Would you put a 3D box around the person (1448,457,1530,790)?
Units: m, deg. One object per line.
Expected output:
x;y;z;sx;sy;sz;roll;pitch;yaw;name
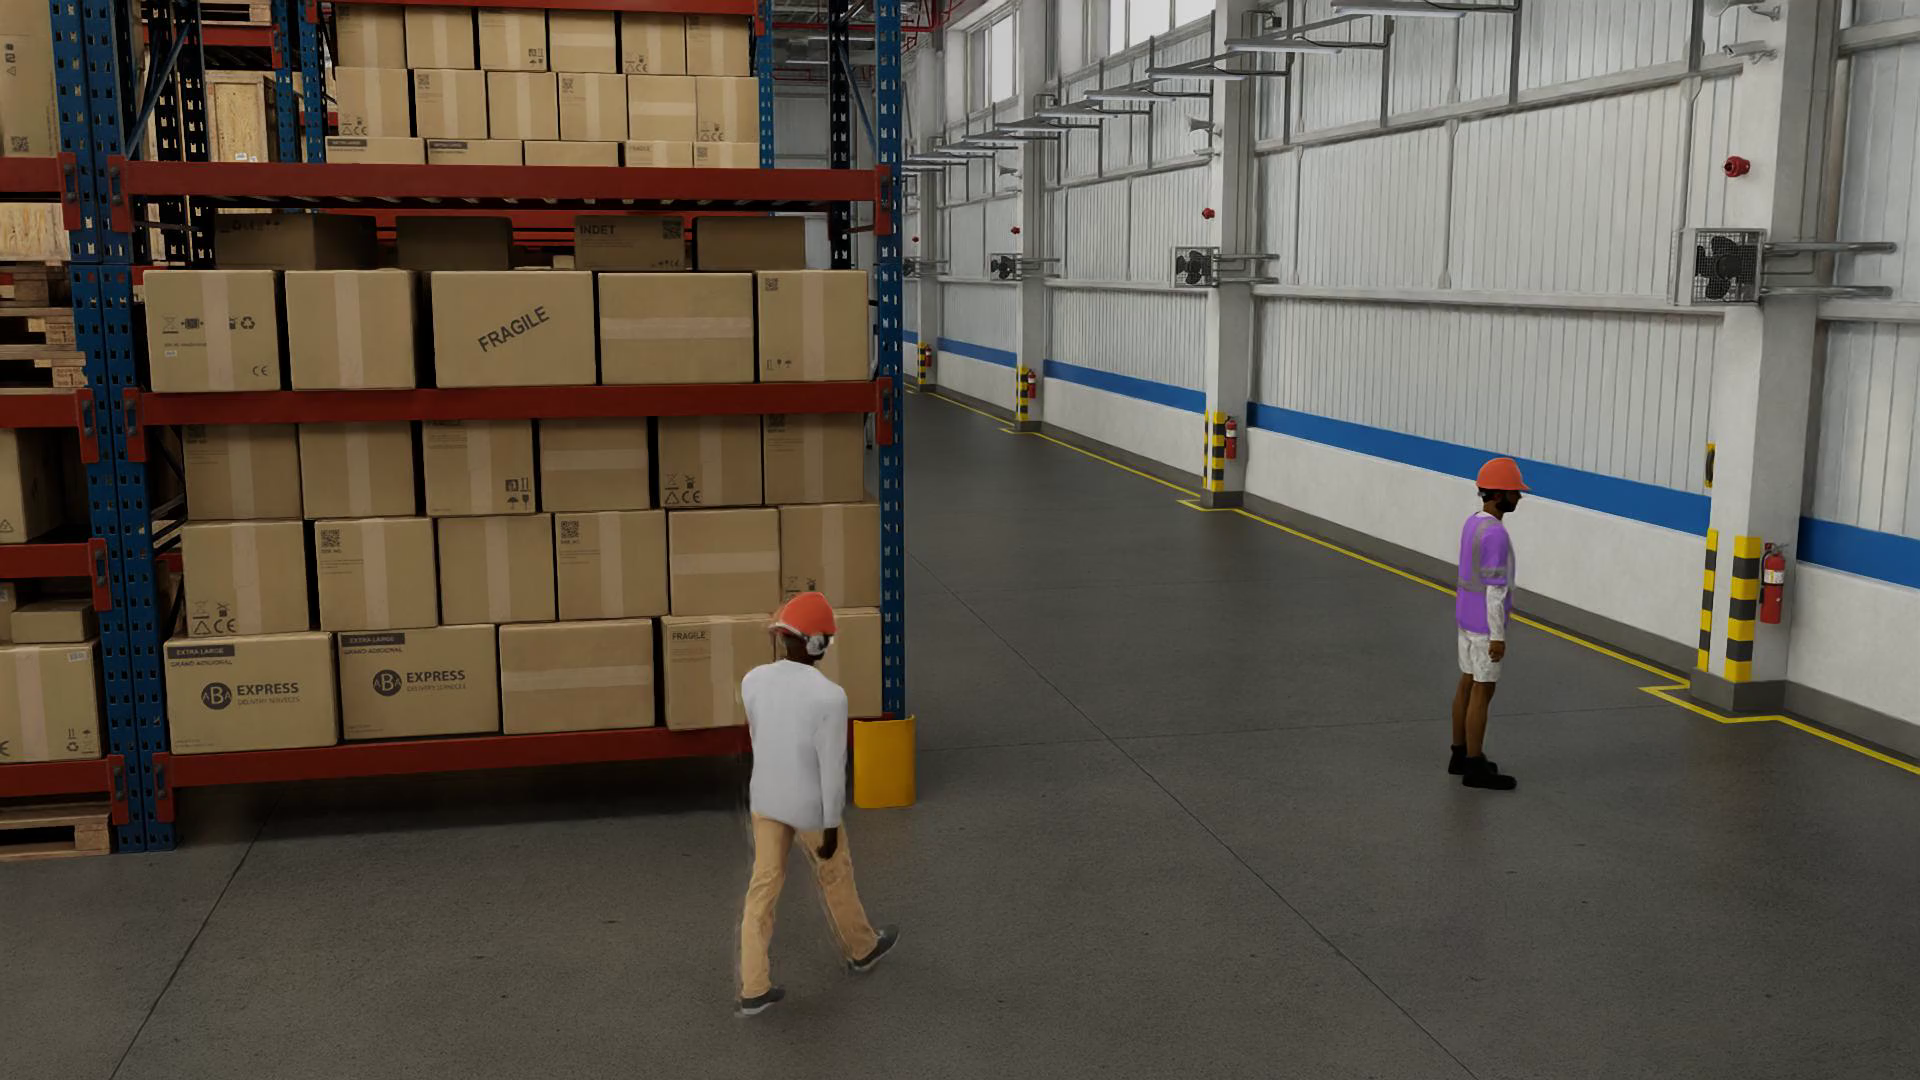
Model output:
3.102;0.479;9.750;0.379;1.937;0.547;0;9;1;person

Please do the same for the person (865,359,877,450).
-1.660;-2.398;27.601;0.603;1.830;0.404;-3;10;-20;person

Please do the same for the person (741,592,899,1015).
-0.632;1.054;6.926;0.578;1.704;0.877;6;11;33;person
